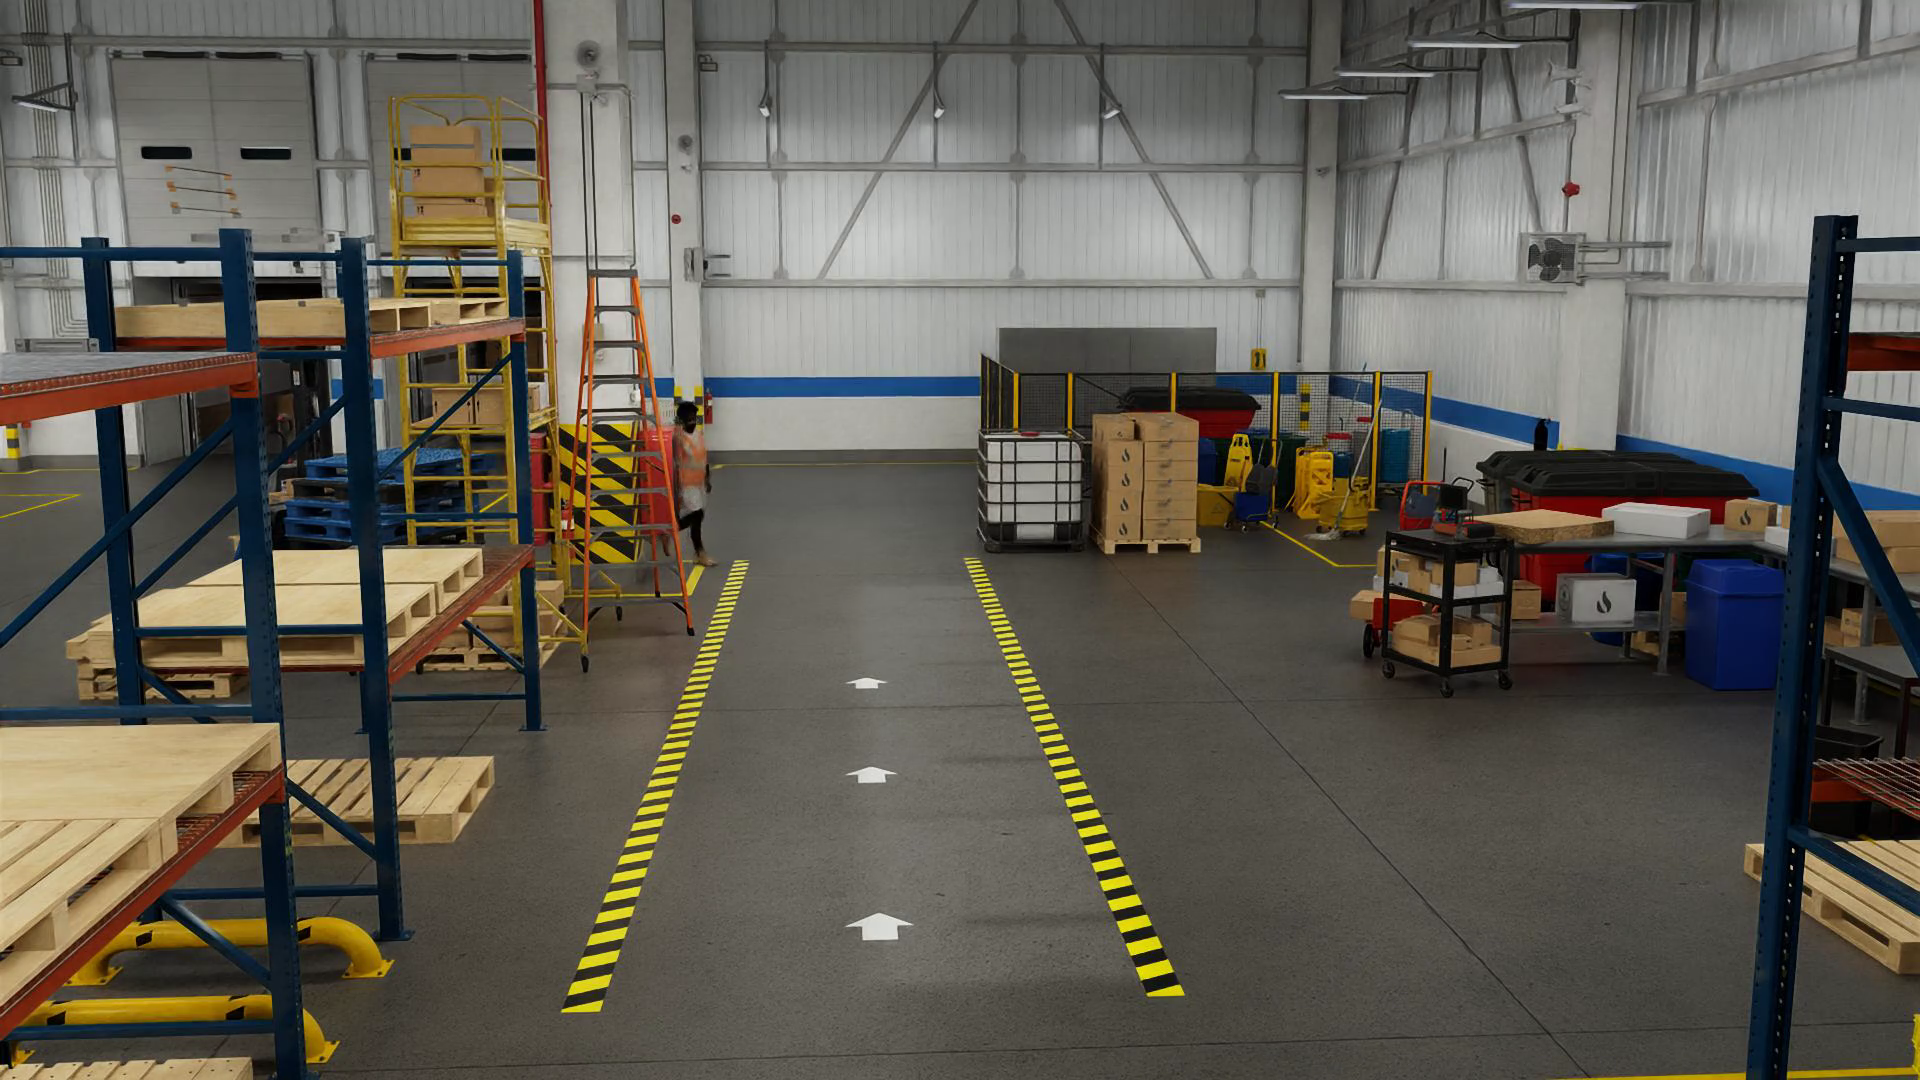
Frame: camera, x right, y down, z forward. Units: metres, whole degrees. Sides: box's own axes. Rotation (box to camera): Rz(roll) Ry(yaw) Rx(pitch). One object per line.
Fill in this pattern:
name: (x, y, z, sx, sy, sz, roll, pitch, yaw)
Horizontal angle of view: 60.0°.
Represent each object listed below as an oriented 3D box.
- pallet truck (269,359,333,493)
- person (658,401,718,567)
pallet truck: (-7.062, -1.131, 18.996, 1.885, 1.965, 0.823, 2, 9, 13)
person: (-2.727, -0.562, 16.466, 0.643, 1.659, 0.567, 4, 10, 23)
